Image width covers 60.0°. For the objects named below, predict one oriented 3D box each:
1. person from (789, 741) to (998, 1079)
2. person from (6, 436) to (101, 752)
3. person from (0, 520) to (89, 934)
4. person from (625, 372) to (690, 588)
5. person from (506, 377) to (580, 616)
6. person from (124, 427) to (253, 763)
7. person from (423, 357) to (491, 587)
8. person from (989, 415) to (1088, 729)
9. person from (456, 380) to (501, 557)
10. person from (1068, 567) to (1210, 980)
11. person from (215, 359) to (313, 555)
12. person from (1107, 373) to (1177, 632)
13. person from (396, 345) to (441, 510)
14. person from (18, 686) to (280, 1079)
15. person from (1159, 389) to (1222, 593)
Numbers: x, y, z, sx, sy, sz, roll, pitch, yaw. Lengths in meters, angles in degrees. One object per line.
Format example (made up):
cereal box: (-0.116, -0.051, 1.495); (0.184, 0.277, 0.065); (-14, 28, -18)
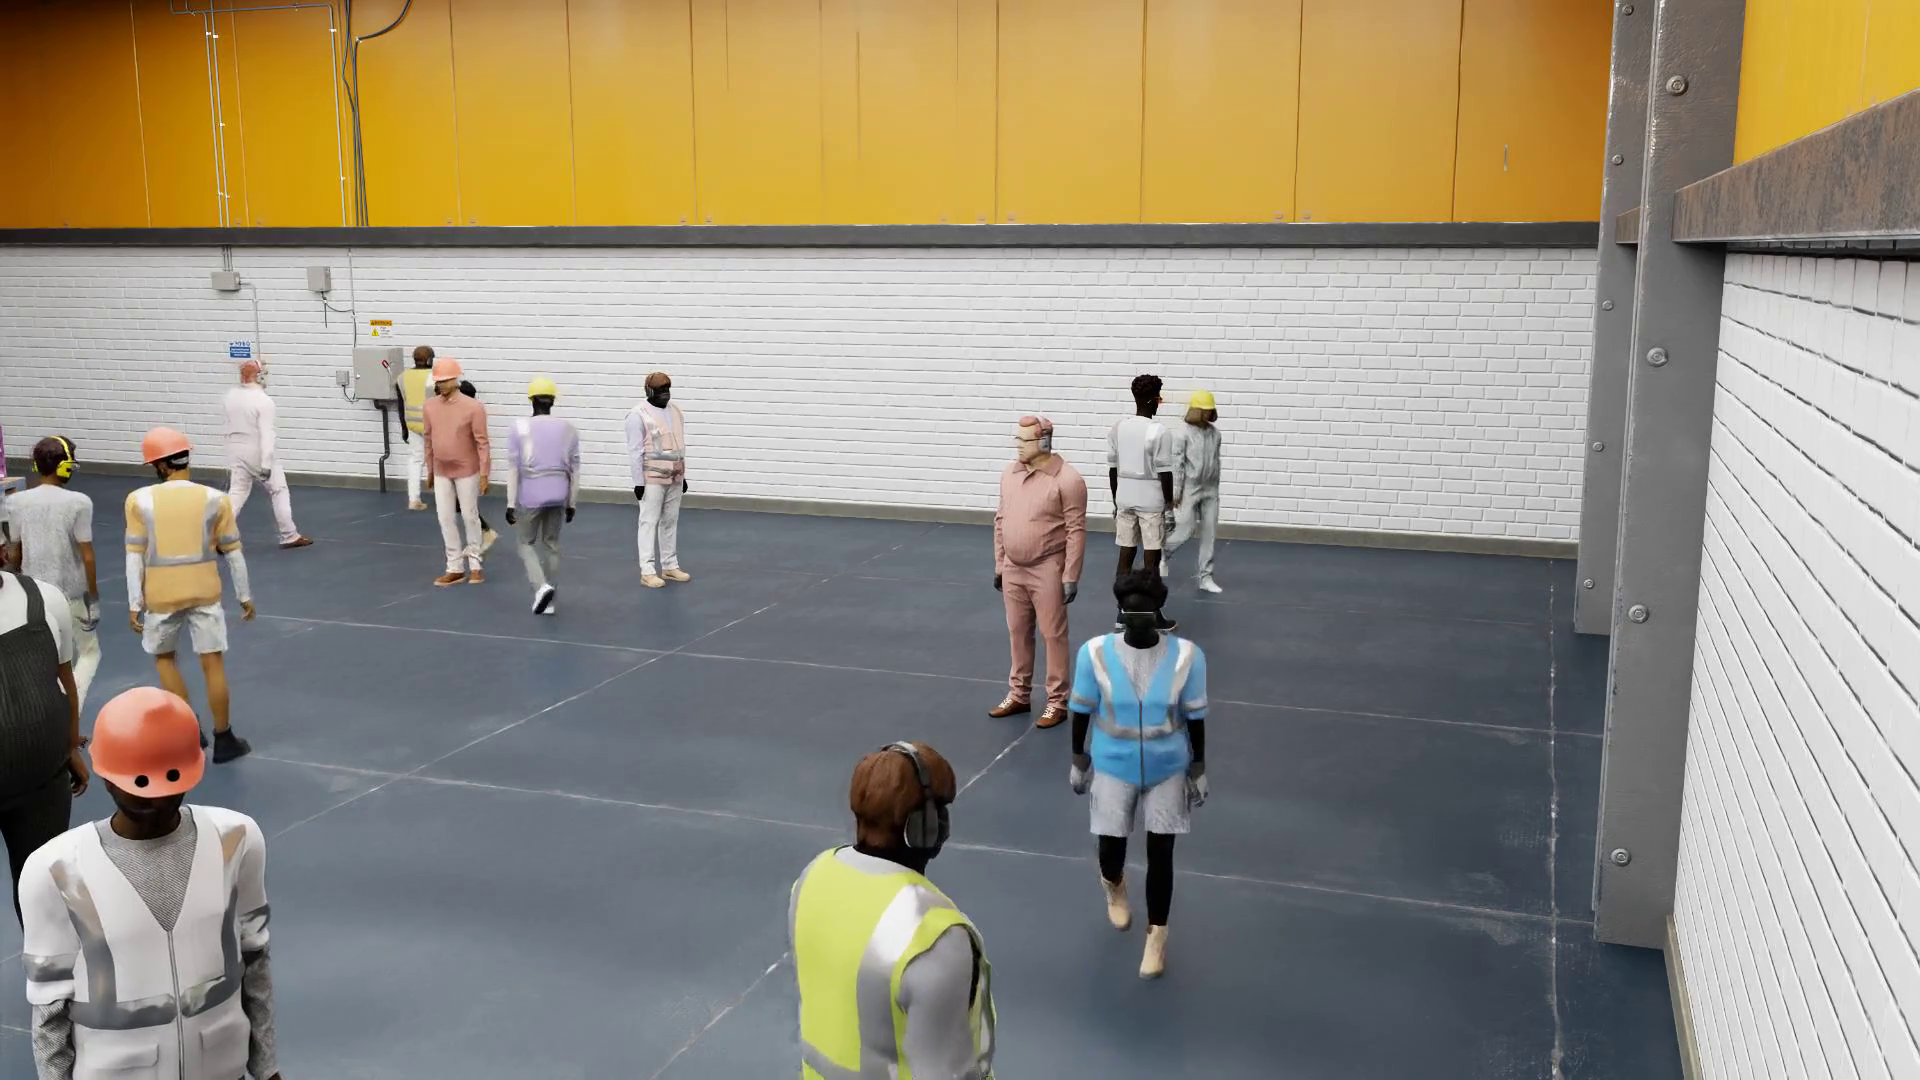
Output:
person: (-0.106, 1.348, 3.807); (0.524, 1.830, 0.662); (-7, 12, -35)
person: (-5.168, 0.334, 9.483); (0.528, 1.846, 0.457); (-1, 10, -4)
person: (-3.569, 0.828, 6.156); (0.537, 2.000, 0.689); (9, 13, 41)
person: (-2.576, -0.526, 14.341); (0.429, 1.842, 0.635); (6, 12, 32)
person: (-3.269, -0.326, 13.086); (0.634, 1.889, 0.581); (-7, 12, -33)
person: (-4.361, 0.310, 9.427); (0.656, 1.909, 0.505); (-5, 11, -27)
person: (-4.338, -0.589, 14.306); (0.636, 1.977, 0.460); (3, 10, 15)
person: (0.450, 0.186, 10.151); (0.653, 1.905, 0.408); (9, 13, 40)
person: (-4.589, -0.655, 15.507); (0.375, 1.680, 0.545); (-3, 11, -19)
person: (0.722, 0.903, 6.742); (0.565, 1.672, 0.483); (1, 10, 5)
person: (-6.726, -0.789, 15.783); (0.650, 1.863, 0.986); (5, 11, 27)
person: (1.387, -0.279, 12.598); (0.367, 1.966, 0.604); (-10, 14, -44)
person: (-5.893, -1.233, 18.379); (0.637, 1.845, 0.476); (3, 11, 17)
person: (-1.870, 1.279, 3.937); (0.542, 1.928, 0.369); (-9, 13, -41)
person: (1.984, -0.430, 14.141); (0.488, 1.728, 0.622); (-6, 12, -30)
